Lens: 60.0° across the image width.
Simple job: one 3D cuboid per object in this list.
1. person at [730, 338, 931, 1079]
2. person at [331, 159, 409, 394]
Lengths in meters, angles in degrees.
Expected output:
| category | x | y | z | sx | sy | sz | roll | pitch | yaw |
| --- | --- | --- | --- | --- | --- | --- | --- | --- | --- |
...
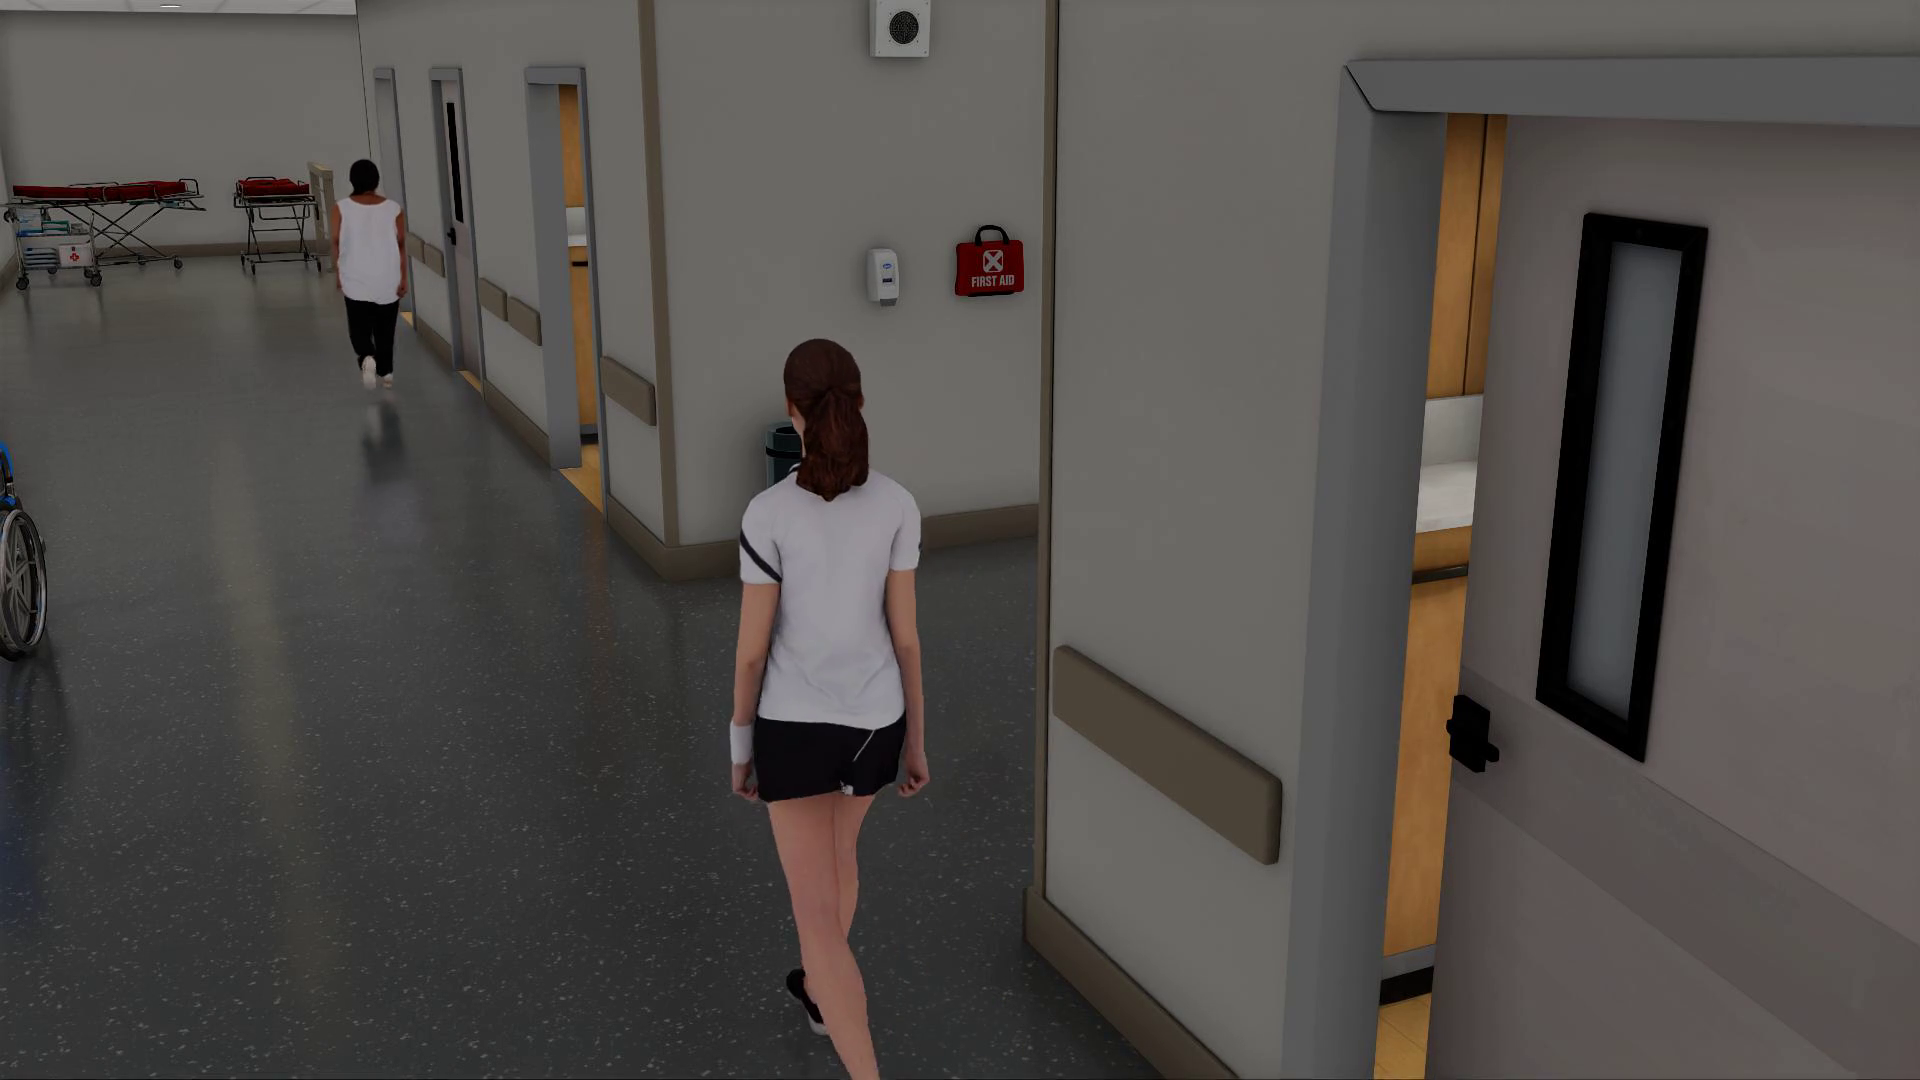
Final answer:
| category | x | y | z | sx | sy | sz | roll | pitch | yaw |
| --- | --- | --- | --- | --- | --- | --- | --- | --- | --- |
| person | -0.257 | 0.477 | 3.570 | 0.587 | 1.713 | 1.146 | -7 | 17 | -23 |
| person | -4.269 | -1.883 | 12.023 | 0.652 | 1.669 | 0.963 | -7 | 17 | -22 |
